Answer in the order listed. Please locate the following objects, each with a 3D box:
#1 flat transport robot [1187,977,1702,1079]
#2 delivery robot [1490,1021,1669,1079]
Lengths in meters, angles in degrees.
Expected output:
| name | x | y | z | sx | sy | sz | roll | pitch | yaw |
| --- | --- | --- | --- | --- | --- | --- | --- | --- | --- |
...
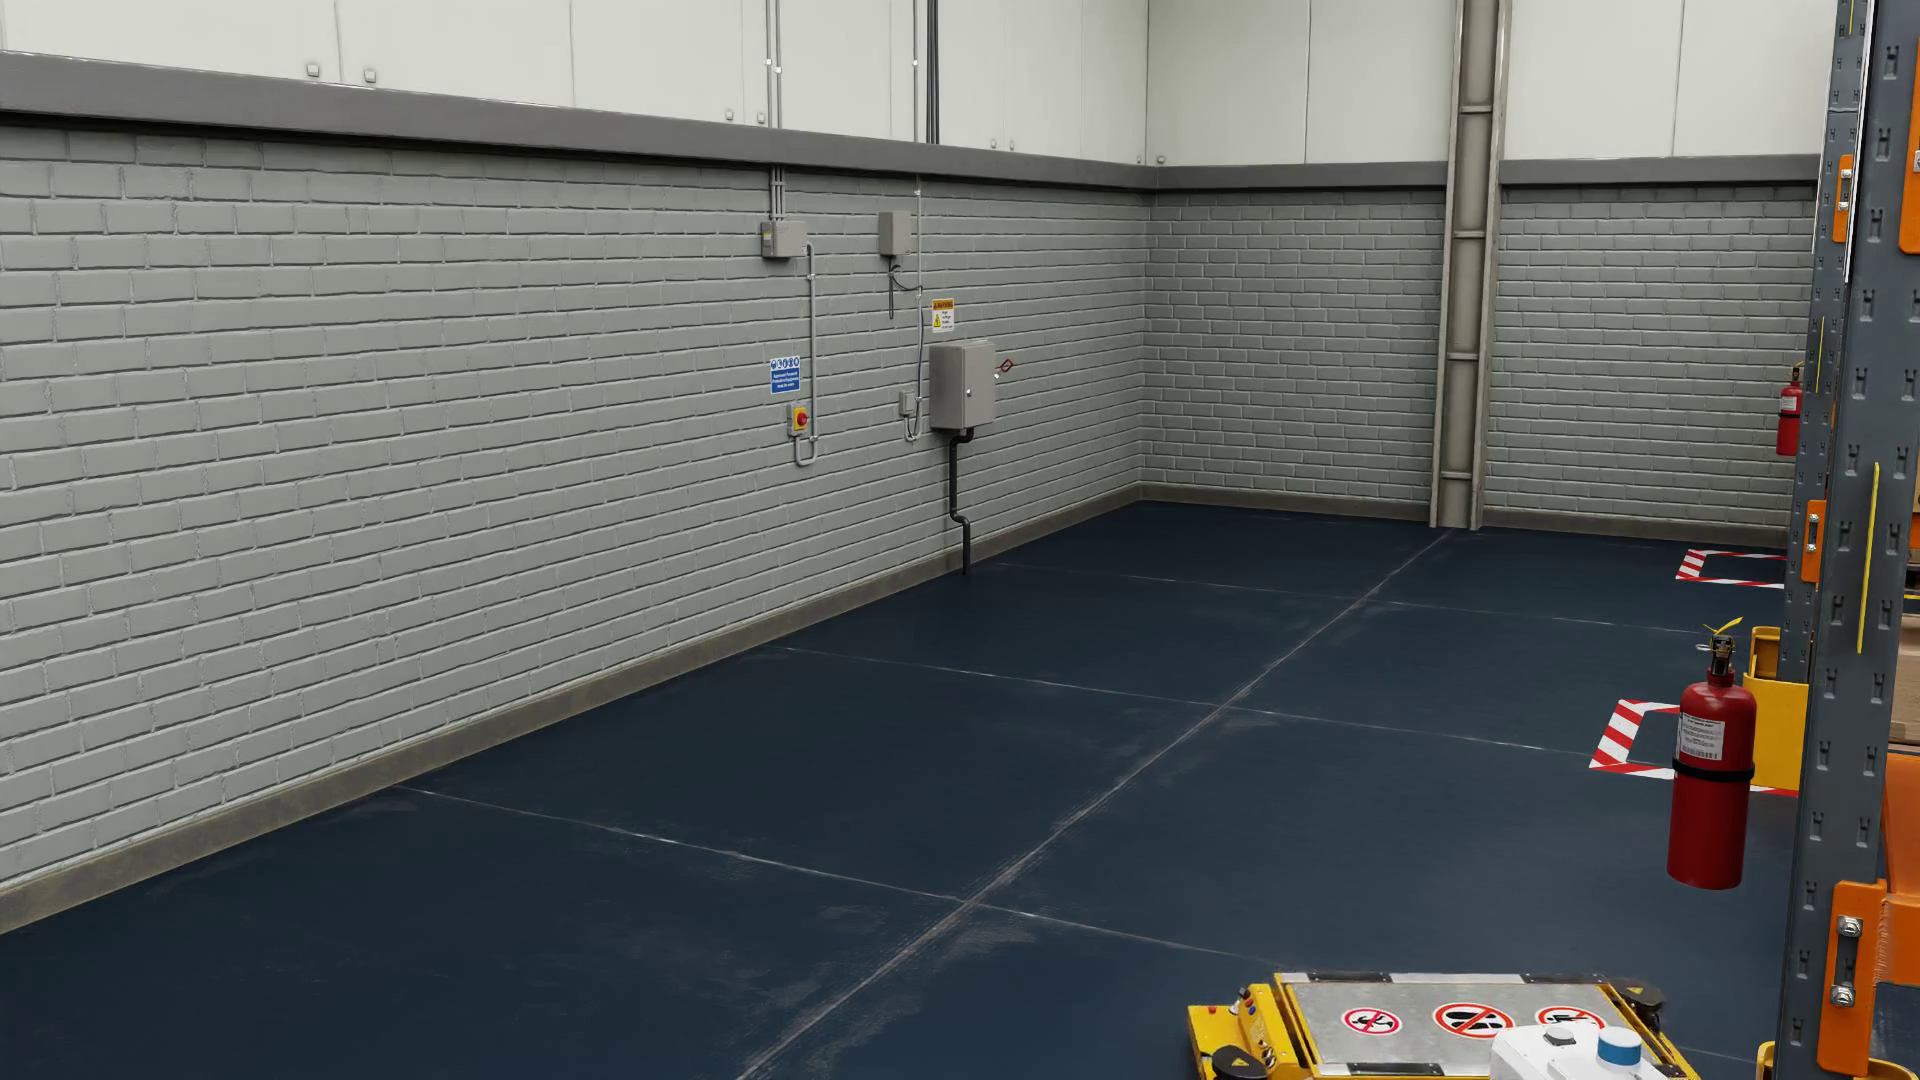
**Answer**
| name | x | y | z | sx | sy | sz | roll | pitch | yaw |
| --- | --- | --- | --- | --- | --- | --- | --- | --- | --- |
| flat transport robot | 1.423 | 1.502 | 4.882 | 1.431 | 0.197 | 0.652 | 0 | 10 | 1 |
| delivery robot | 1.621 | 1.453 | 4.122 | 0.477 | 0.478 | 0.707 | -2 | 11 | -11 |
